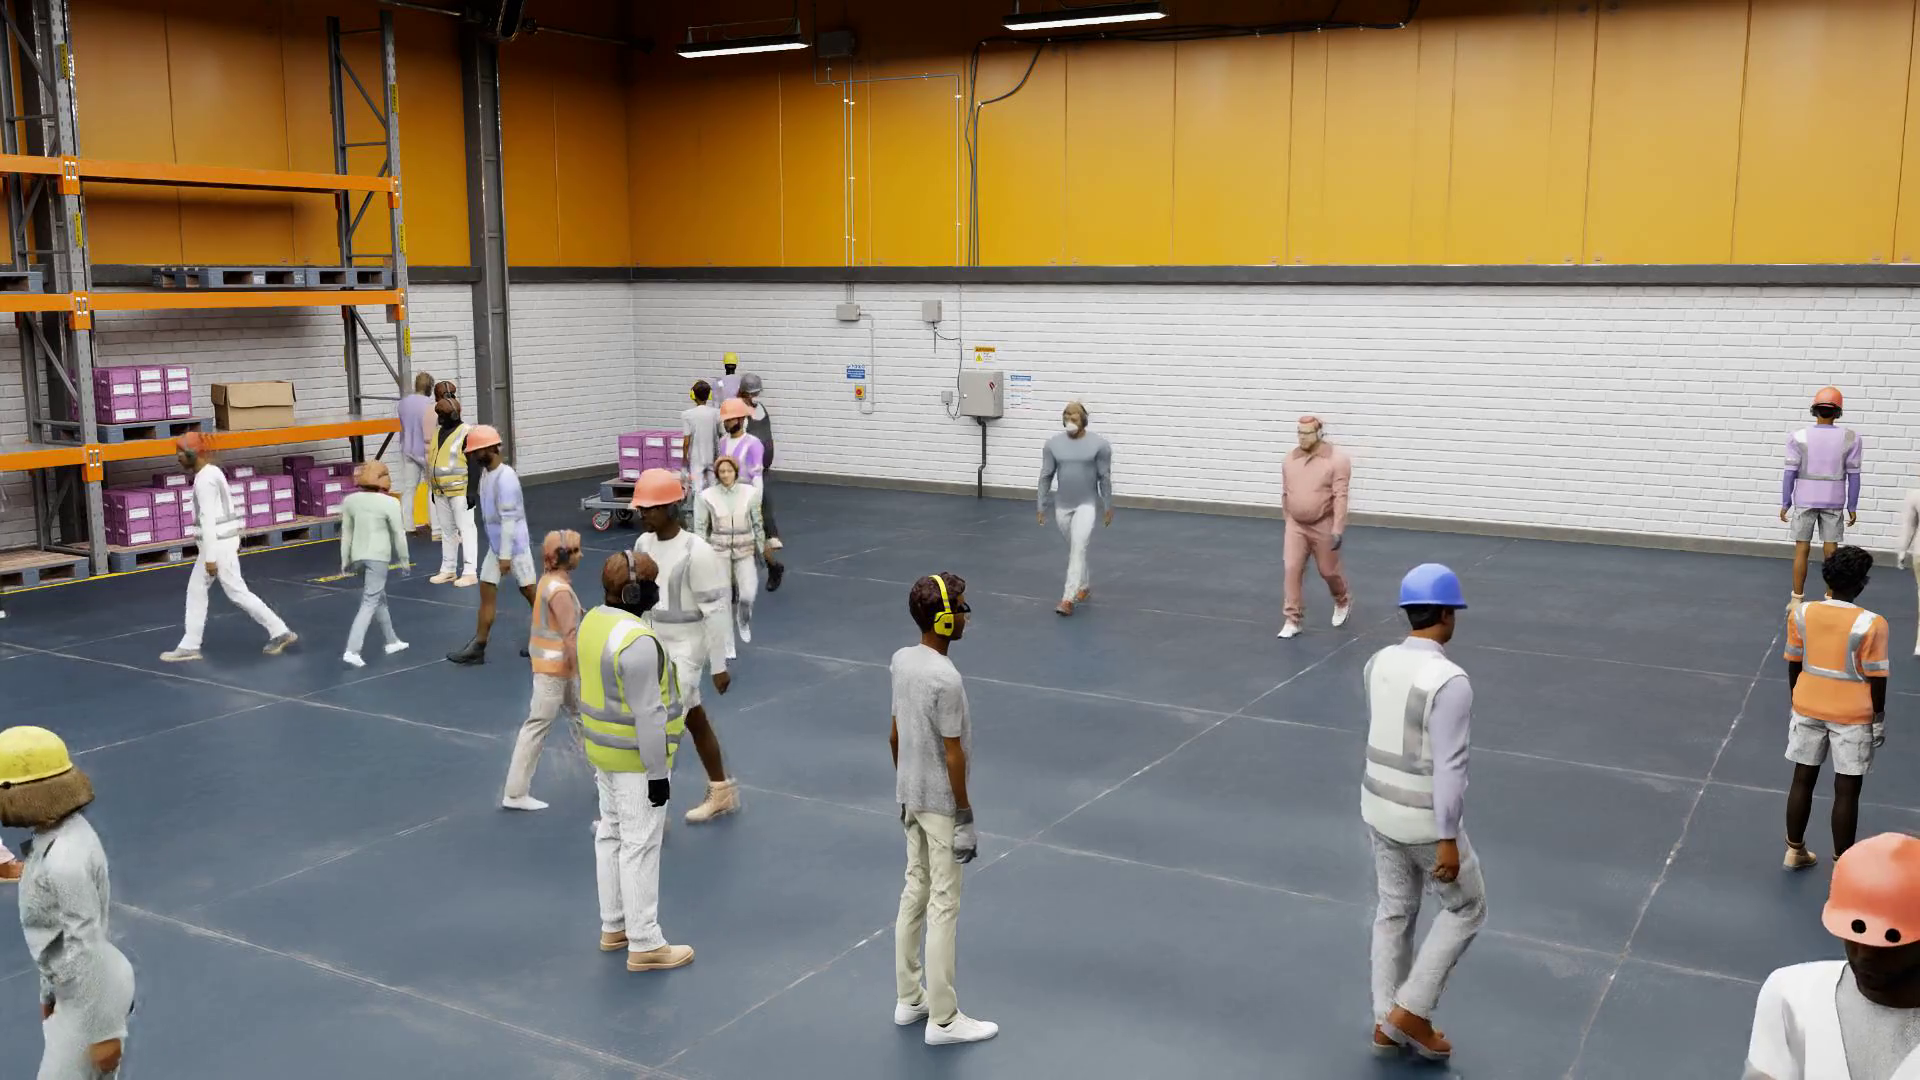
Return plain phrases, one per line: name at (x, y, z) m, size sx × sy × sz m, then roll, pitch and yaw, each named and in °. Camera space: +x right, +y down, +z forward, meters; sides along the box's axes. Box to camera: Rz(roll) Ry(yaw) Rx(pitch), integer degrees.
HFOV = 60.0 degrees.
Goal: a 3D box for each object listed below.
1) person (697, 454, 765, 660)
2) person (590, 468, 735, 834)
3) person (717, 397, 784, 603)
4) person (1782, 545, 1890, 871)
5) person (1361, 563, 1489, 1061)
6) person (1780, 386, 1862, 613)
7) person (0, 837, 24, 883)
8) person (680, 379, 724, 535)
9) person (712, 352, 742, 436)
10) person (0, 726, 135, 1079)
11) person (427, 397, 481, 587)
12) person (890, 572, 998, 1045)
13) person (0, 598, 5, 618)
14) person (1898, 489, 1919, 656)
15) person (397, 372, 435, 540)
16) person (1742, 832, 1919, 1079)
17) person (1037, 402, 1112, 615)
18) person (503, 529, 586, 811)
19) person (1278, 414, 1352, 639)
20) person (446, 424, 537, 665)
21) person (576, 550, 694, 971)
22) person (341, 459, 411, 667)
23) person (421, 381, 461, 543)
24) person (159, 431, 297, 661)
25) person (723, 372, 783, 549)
person at (-1.816, 0.116, 13.160) m, size 0.539 × 1.623 × 0.429 m, roll -2°, pitch 9°, yaw -12°
person at (-1.613, 0.617, 8.906) m, size 1.000 × 1.988 × 0.608 m, roll -8°, pitch 12°, yaw -40°
person at (-1.975, -0.362, 15.288) m, size 0.549 × 1.918 × 0.744 m, roll 7°, pitch 11°, yaw 37°
person at (4.361, 0.866, 8.285) m, size 0.319 × 1.698 × 0.532 m, roll -5°, pitch 10°, yaw -29°
person at (1.774, 1.054, 6.403) m, size 0.443 × 1.921 × 0.638 m, roll -3°, pitch 9°, yaw -17°
person at (7.599, -0.336, 14.712) m, size 0.614 × 2.041 × 0.389 m, roll 4°, pitch 10°, yaw 22°
person at (-5.023, 0.747, 8.185) m, size 0.771 × 1.970 × 0.624 m, roll -2°, pitch 9°, yaw -11°
person at (-2.832, -0.832, 18.348) m, size 0.534 × 1.868 × 0.309 m, roll -5°, pitch 10°, yaw -28°
person at (-3.222, -1.691, 23.522) m, size 0.584 × 1.928 × 0.373 m, roll -3°, pitch 10°, yaw -20°
person at (-2.638, 1.387, 4.942) m, size 0.410 × 1.720 × 0.542 m, roll -6°, pitch 11°, yaw -33°
person at (-4.934, -0.467, 16.180) m, size 0.621 × 1.838 × 0.429 m, roll 6°, pitch 11°, yaw 32°
person at (-0.088, 1.051, 6.591) m, size 0.329 × 1.873 × 0.516 m, roll -6°, pitch 11°, yaw -31°
person at (-8.706, -0.167, 14.231) m, size 0.931 × 1.861 × 0.665 m, roll -8°, pitch 12°, yaw -43°
person at (7.805, 0.124, 13.279) m, size 0.866 × 1.584 × 0.517 m, roll -9°, pitch 13°, yaw -43°
person at (-6.144, -0.979, 19.180) m, size 0.647 × 1.893 × 0.890 m, roll 4°, pitch 10°, yaw 21°
person at (1.939, 1.529, 3.585) m, size 1.012 × 1.883 × 0.568 m, roll -7°, pitch 12°, yaw -39°
person at (1.027, -0.302, 15.012) m, size 0.653 × 1.884 × 1.043 m, roll 4°, pitch 10°, yaw 23°
person at (-2.211, 0.734, 9.441) m, size 0.887 × 1.589 × 0.541 m, roll -3°, pitch 10°, yaw -17°
person at (3.006, -0.136, 14.004) m, size 0.641 × 1.874 × 0.854 m, roll 6°, pitch 11°, yaw 34°
person at (-3.564, 0.039, 12.933) m, size 0.941 × 1.878 × 0.552 m, roll -8°, pitch 12°, yaw -41°
person at (-1.424, 0.953, 7.294) m, size 0.429 × 1.842 × 0.633 m, roll -6°, pitch 11°, yaw -33°
person at (-4.605, 0.169, 12.973) m, size 0.510 × 1.587 × 0.852 m, roll 3°, pitch 10°, yaw 18°
person at (-5.784, -0.869, 18.712) m, size 0.619 × 1.836 × 0.431 m, roll 8°, pitch 12°, yaw 41°
person at (-5.765, 0.040, 13.052) m, size 0.980 × 1.835 × 0.648 m, roll -4°, pitch 10°, yaw -23°
person at (-2.375, -0.914, 18.326) m, size 0.882 × 2.000 × 0.702 m, roll 6°, pitch 11°, yaw 35°
